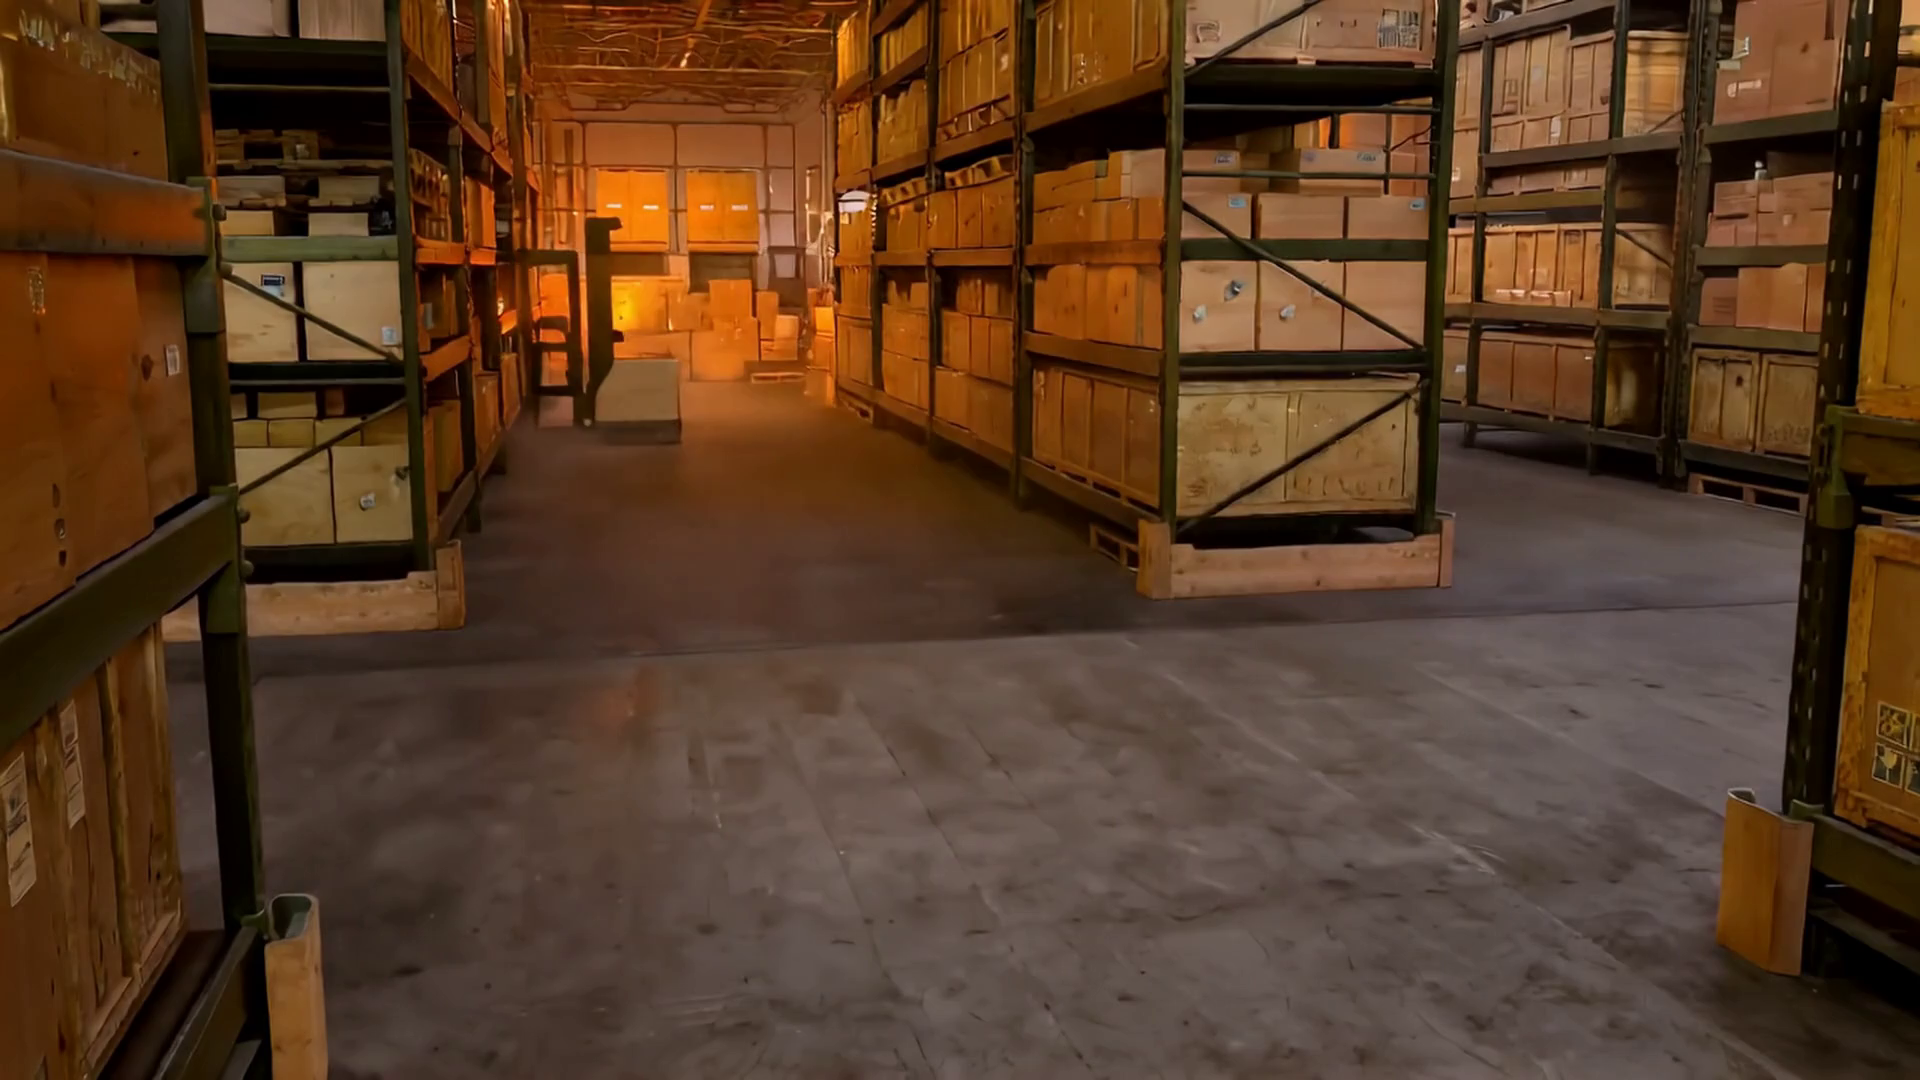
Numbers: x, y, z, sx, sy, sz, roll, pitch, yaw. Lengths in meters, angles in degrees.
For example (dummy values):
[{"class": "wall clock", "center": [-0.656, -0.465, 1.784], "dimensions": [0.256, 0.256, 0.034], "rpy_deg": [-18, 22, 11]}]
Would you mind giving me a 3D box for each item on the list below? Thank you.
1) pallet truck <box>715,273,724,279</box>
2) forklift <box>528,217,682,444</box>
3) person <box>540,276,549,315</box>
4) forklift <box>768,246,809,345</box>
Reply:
[{"class": "pallet truck", "center": [-8.580, -8.986, 62.280], "dimensions": [1.885, 1.965, 0.823], "rpy_deg": [1, 9, 5]}, {"class": "forklift", "center": [-4.523, -2.656, 21.012], "dimensions": [1.873, 2.768, 1.129], "rpy_deg": [-2, 10, -12]}, {"class": "person", "center": [-14.168, -7.986, 56.391], "dimensions": [0.363, 1.930, 0.587], "rpy_deg": [5, 11, 28]}, {"class": "forklift", "center": [-4.953, -6.961, 47.256], "dimensions": [1.129, 2.768, 1.873], "rpy_deg": [0, 9, 2]}]
